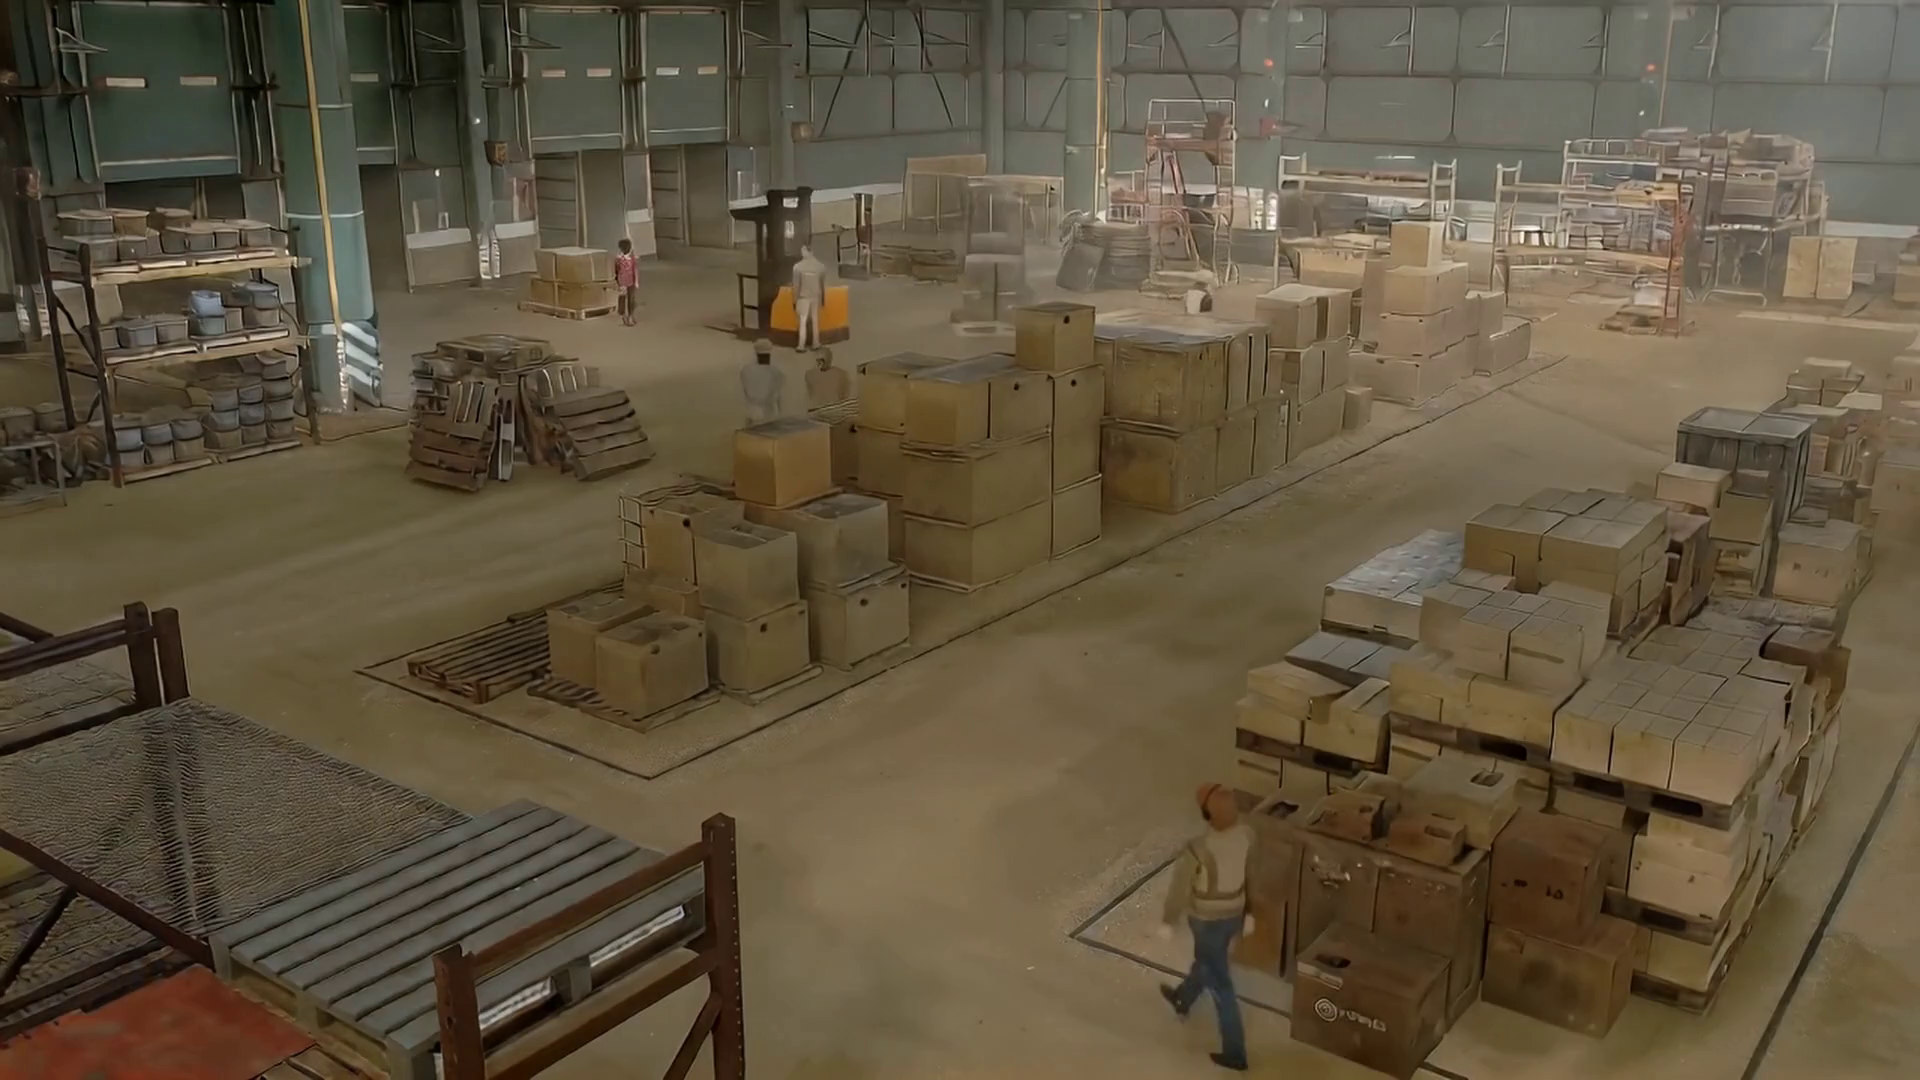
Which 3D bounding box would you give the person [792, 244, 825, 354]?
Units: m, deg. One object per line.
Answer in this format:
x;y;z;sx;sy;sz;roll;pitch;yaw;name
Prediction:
-2.692;-4.280;29.581;0.636;1.928;0.391;-9;19;-29;person

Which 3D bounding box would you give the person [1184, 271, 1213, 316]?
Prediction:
3.772;-3.350;26.582;0.544;1.889;1.032;12;21;35;person

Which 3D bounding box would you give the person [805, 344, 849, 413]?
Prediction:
-1.635;-1.402;20.064;0.630;1.924;0.514;8;19;26;person

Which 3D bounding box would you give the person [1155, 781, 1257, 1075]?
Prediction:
1.336;2.067;9.103;0.528;1.594;0.844;-12;21;-35;person

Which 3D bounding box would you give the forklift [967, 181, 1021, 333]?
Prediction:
0.691;-5.441;31.791;1.129;2.768;1.873;0;17;0;forklift

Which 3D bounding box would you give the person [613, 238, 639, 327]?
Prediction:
-6.504;-5.028;32.439;0.319;1.697;0.533;13;21;37;person

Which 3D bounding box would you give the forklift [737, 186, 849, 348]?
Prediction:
-3.066;-5.040;30.462;1.873;2.768;1.129;12;21;35;forklift

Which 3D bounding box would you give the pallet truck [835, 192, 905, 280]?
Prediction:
-1.936;-7.159;38.982;1.885;1.965;0.823;-12;21;-34;pallet truck

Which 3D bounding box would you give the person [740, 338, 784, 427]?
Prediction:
-2.403;-1.564;20.629;0.599;1.888;0.891;4;17;13;person
